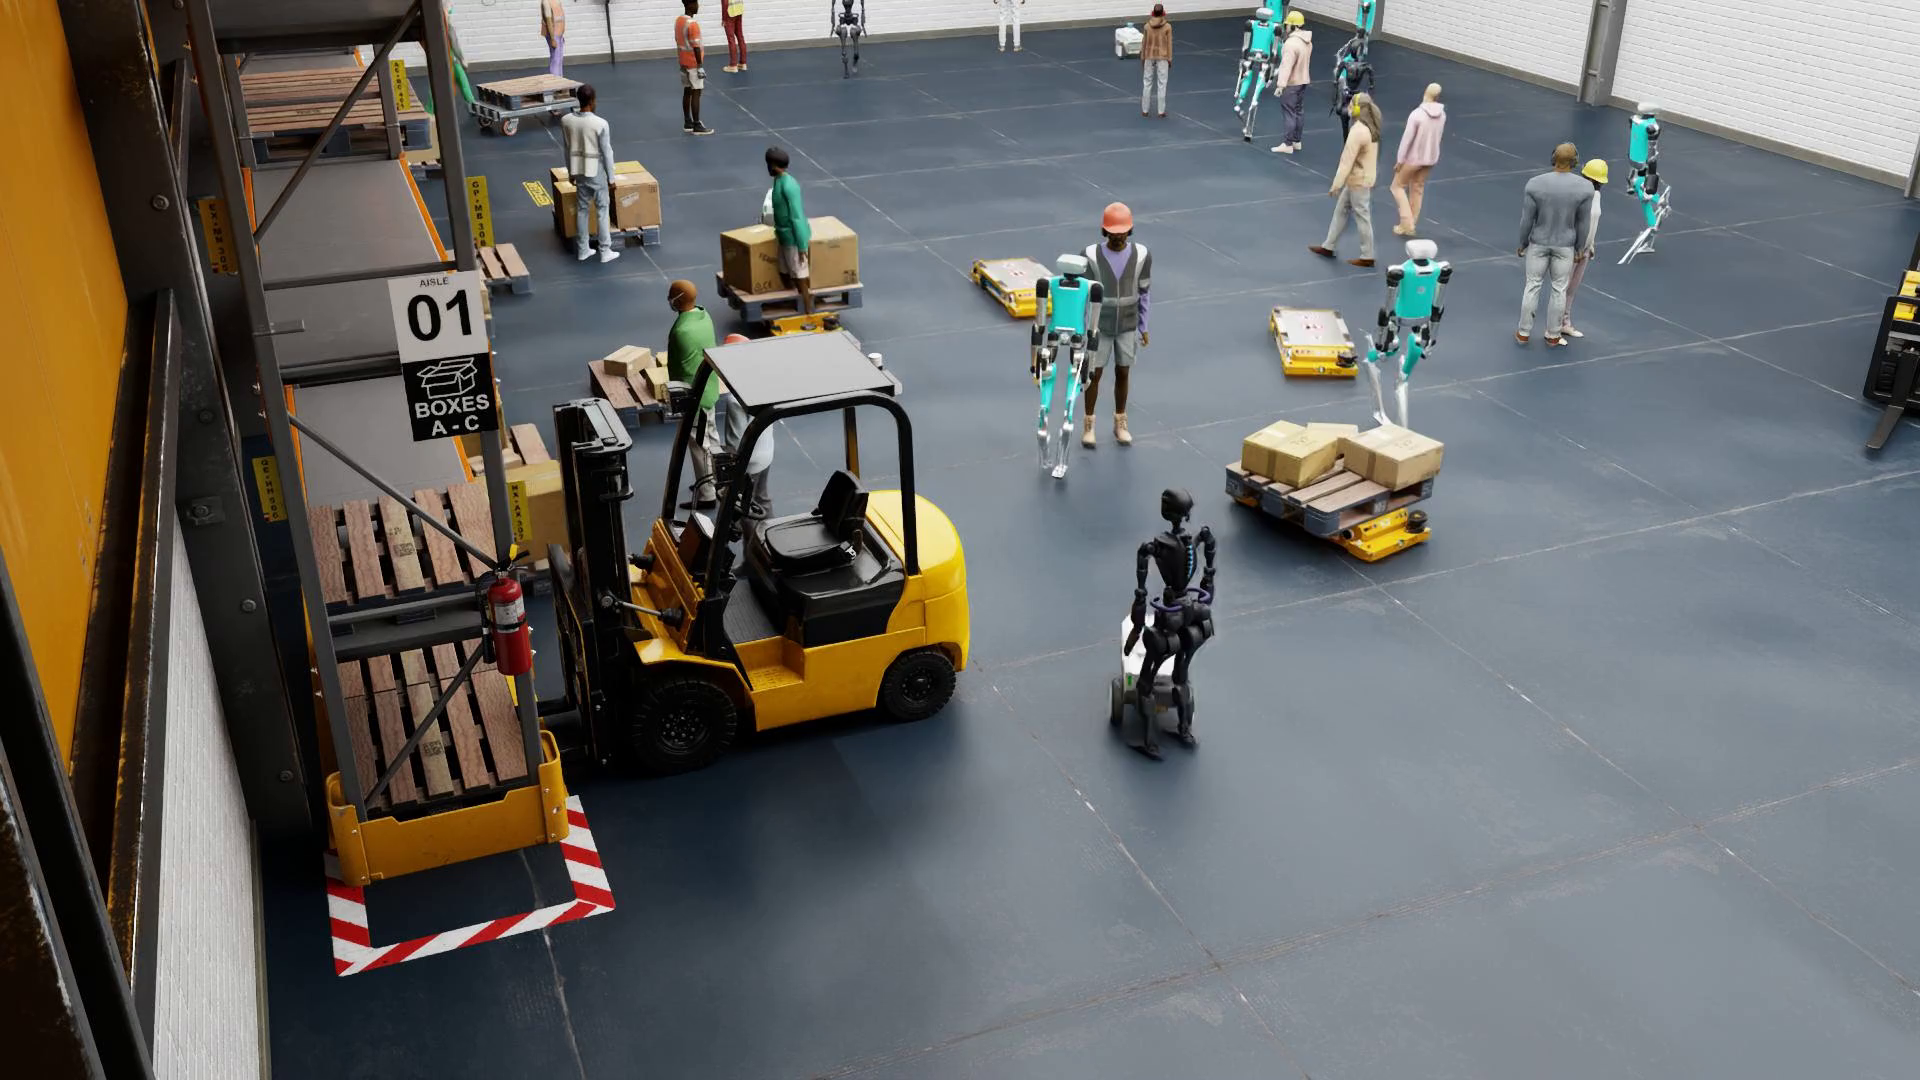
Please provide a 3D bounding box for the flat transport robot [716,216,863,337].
[{"bbox_3d":[-1.701,-2.291,16.543,0.659,0.231,1.431,-11,29,-21],"label":"flat transport robot"}]

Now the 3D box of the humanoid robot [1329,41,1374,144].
[{"bbox_3d":[5.169,-5.739,21.885,0.609,1.628,0.769,18,32,31],"label":"humanoid robot"}]

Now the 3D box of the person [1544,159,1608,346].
[{"bbox_3d":[5.869,-2.737,15.775,0.523,1.759,0.325,-23,35,-38],"label":"person"}]

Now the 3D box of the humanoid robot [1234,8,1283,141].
[{"bbox_3d":[4.099,-6.455,23.211,0.573,1.775,0.932,9,28,18],"label":"humanoid robot"}]

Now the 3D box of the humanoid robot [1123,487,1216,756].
[{"bbox_3d":[1.224,0.454,9.512,0.589,1.642,0.332,-15,30,-27],"label":"humanoid robot"}]

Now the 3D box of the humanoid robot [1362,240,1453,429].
[{"bbox_3d":[3.612,-1.680,13.733,0.530,1.791,0.819,-3,27,-6],"label":"humanoid robot"}]

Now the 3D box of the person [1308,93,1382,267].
[{"bbox_3d":[4.183,-3.895,17.979,0.875,1.837,0.579,12,29,22],"label":"person"}]

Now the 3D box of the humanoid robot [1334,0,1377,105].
[{"bbox_3d":[5.924,-7.430,25.259,0.706,1.910,0.546,10,28,19],"label":"humanoid robot"}]

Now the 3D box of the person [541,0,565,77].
[{"bbox_3d":[-6.260,-7.769,25.695,0.389,1.837,0.562,0,27,1],"label":"person"}]

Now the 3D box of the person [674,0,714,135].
[{"bbox_3d":[-3.785,-6.744,23.515,0.362,1.963,0.611,-17,31,-30],"label":"person"}]

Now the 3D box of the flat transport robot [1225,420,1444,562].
[{"bbox_3d":[2.750,-0.250,12.485,0.659,0.231,1.431,-19,32,-32],"label":"flat transport robot"}]

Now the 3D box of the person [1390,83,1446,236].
[{"bbox_3d":[5.192,-4.296,18.870,0.553,1.755,0.479,-12,29,-22],"label":"person"}]

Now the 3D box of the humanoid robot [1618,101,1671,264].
[{"bbox_3d":[7.559,-3.854,18.060,0.801,1.799,0.540,-3,27,-6],"label":"humanoid robot"}]

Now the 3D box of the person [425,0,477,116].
[{"bbox_3d":[-7.487,-7.053,24.327,0.986,1.794,0.511,-11,29,-21],"label":"person"}]

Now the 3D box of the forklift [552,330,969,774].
[{"bbox_3d":[-1.094,0.010,9.831,2.313,2.155,1.214,-10,28,-20],"label":"forklift"}]

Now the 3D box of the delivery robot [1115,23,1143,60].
[{"bbox_3d":[2.956,-8.660,28.912,0.499,0.611,0.815,-5,27,-10],"label":"delivery robot"}]

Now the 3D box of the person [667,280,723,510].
[{"bbox_3d":[-1.988,-1.089,12.468,0.384,1.781,0.551,3,27,6],"label":"person"}]

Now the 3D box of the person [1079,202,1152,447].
[{"bbox_3d":[1.241,-1.731,13.459,0.613,2.040,0.387,-3,27,-7],"label":"person"}]

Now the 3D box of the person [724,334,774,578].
[{"bbox_3d":[-1.476,-0.587,11.515,0.351,1.738,0.575,8,28,15],"label":"person"}]

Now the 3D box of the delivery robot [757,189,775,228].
[{"bbox_3d":[-2.074,-3.812,19.267,0.522,0.608,0.779,-1,27,-1],"label":"delivery robot"}]

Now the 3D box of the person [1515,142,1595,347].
[{"bbox_3d":[5.559,-2.764,15.635,0.626,1.933,0.372,9,28,18],"label":"person"}]

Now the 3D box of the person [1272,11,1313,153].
[{"bbox_3d":[4.531,-6.205,22.566,0.441,1.858,0.794,16,31,29],"label":"person"}]

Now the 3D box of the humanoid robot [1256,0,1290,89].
[{"bbox_3d":[5.053,-7.908,26.078,1.019,1.722,0.537,-18,32,-31],"label":"humanoid robot"}]

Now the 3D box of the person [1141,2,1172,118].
[{"bbox_3d":[2.885,-7.053,24.484,0.462,1.648,0.327,8,28,15],"label":"person"}]

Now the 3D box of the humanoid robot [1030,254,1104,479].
[{"bbox_3d":[0.788,-1.251,12.863,0.554,1.765,0.847,4,27,8],"label":"humanoid robot"}]

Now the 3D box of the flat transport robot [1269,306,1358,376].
[{"bbox_3d":[3.334,-1.889,15.745,0.659,0.231,1.431,2,27,3],"label":"flat transport robot"}]

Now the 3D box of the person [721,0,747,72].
[{"bbox_3d":[-3.764,-8.667,27.555,0.383,1.771,0.467,20,33,34],"label":"person"}]

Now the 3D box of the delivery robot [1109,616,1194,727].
[{"bbox_3d":[1.161,0.758,10.133,0.499,0.570,0.746,1,27,3],"label":"delivery robot"}]

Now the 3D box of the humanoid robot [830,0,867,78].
[{"bbox_3d":[-1.821,-8.427,27.183,0.616,1.636,0.482,1,27,1],"label":"humanoid robot"}]

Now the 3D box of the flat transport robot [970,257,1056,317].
[{"bbox_3d":[0.636,-2.638,17.235,0.659,0.231,1.431,-8,28,-16],"label":"flat transport robot"}]

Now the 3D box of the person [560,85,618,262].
[{"bbox_3d":[-4.011,-3.964,18.054,0.596,1.906,0.401,10,28,19],"label":"person"}]

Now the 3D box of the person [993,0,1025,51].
[{"bbox_3d":[0.866,-9.565,29.217,0.573,1.883,0.354,2,27,4],"label":"person"}]

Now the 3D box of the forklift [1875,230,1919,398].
[{"bbox_3d":[9.029,-2.397,14.618,1.214,2.155,2.313,18,32,32],"label":"forklift"}]

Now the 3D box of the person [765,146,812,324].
[{"bbox_3d":[-1.567,-2.808,15.859,0.376,1.822,0.686,-10,28,-20],"label":"person"}]
